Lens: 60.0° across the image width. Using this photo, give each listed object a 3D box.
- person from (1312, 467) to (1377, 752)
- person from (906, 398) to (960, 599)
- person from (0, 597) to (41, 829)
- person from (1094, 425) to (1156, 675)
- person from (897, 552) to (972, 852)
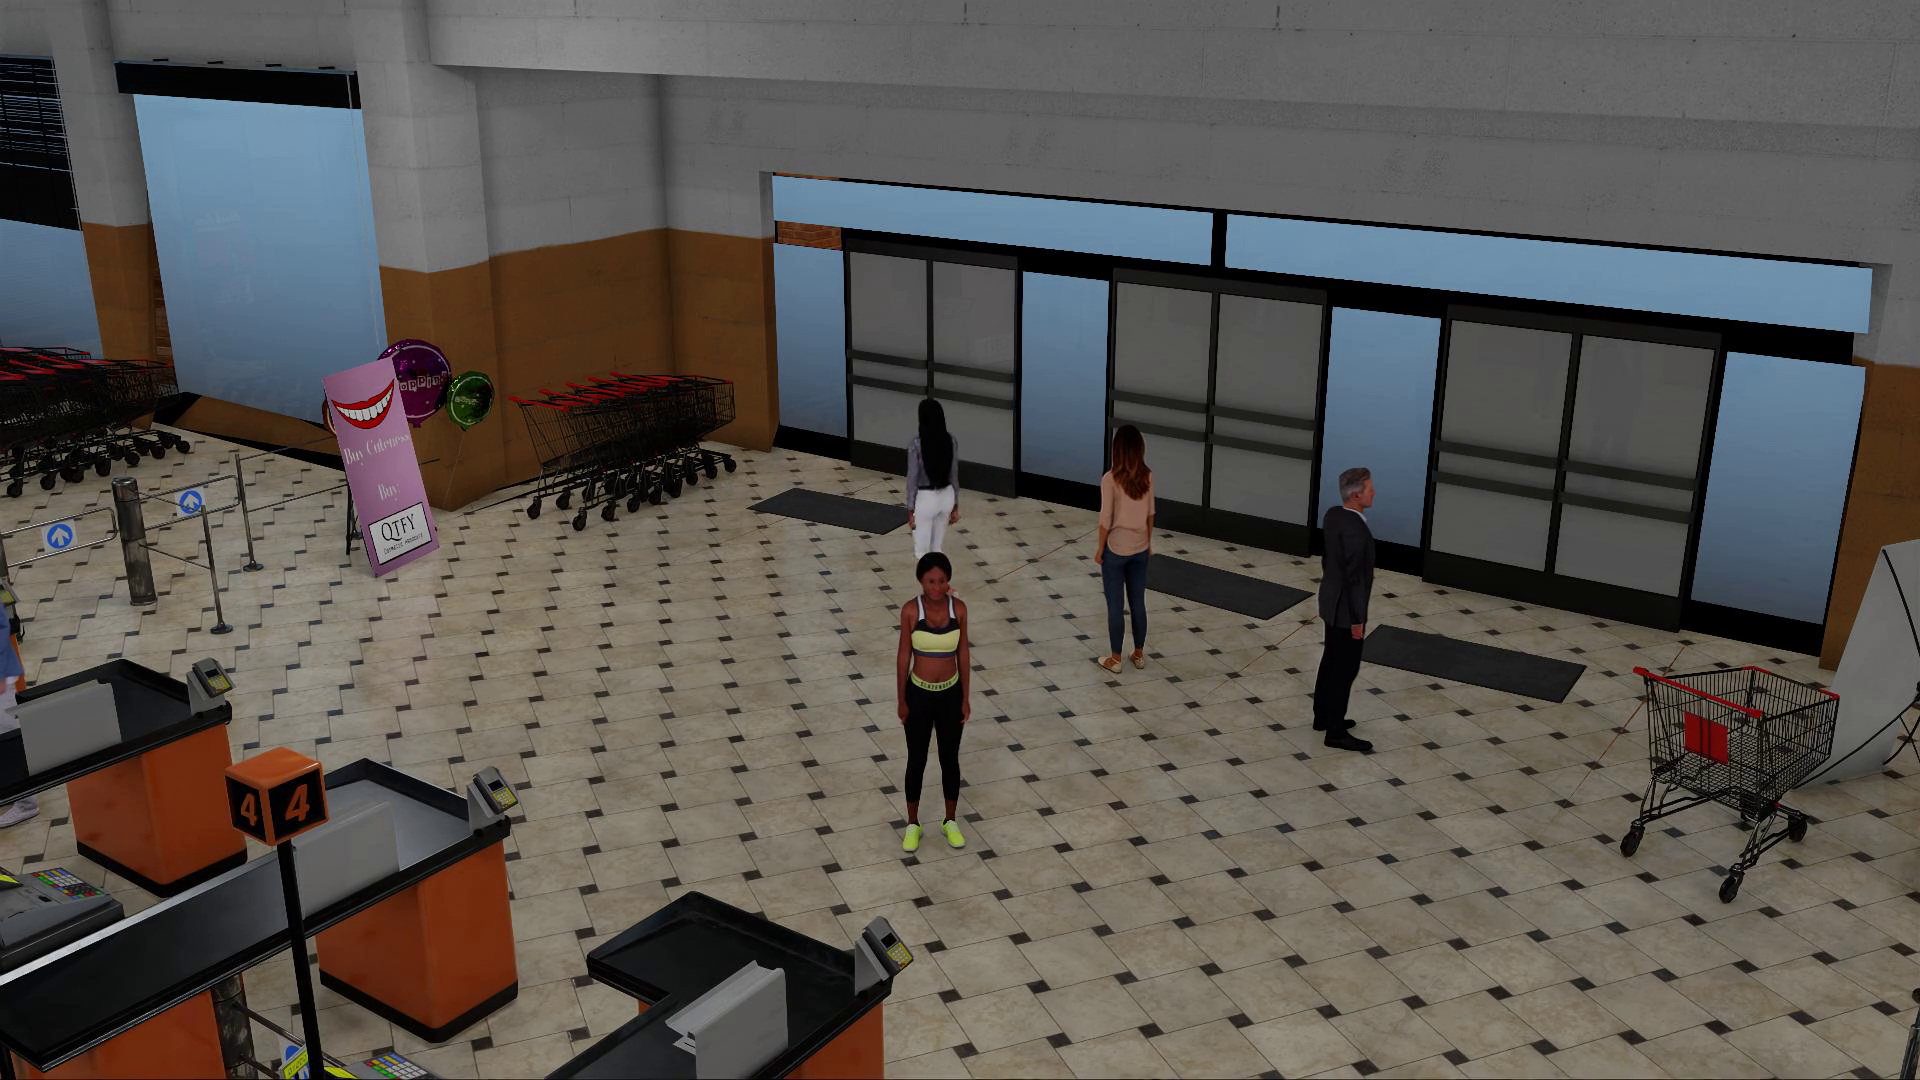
[{"bbox_3d":[2.463,0.411,10.597,0.870,1.840,0.777,-1,19,-4],"label":"person"},{"bbox_3d":[-0.163,-0.207,12.644,0.991,1.704,0.922,-10,21,-27],"label":"person"},{"bbox_3d":[-5.588,0.724,9.596,0.695,1.888,0.722,-13,23,-34],"label":"person"},{"bbox_3d":[1.165,0.064,11.703,0.631,1.791,0.737,-8,20,-21],"label":"person"},{"bbox_3d":[-0.147,0.891,9.308,0.640,1.755,0.696,-3,19,-8],"label":"person"}]
